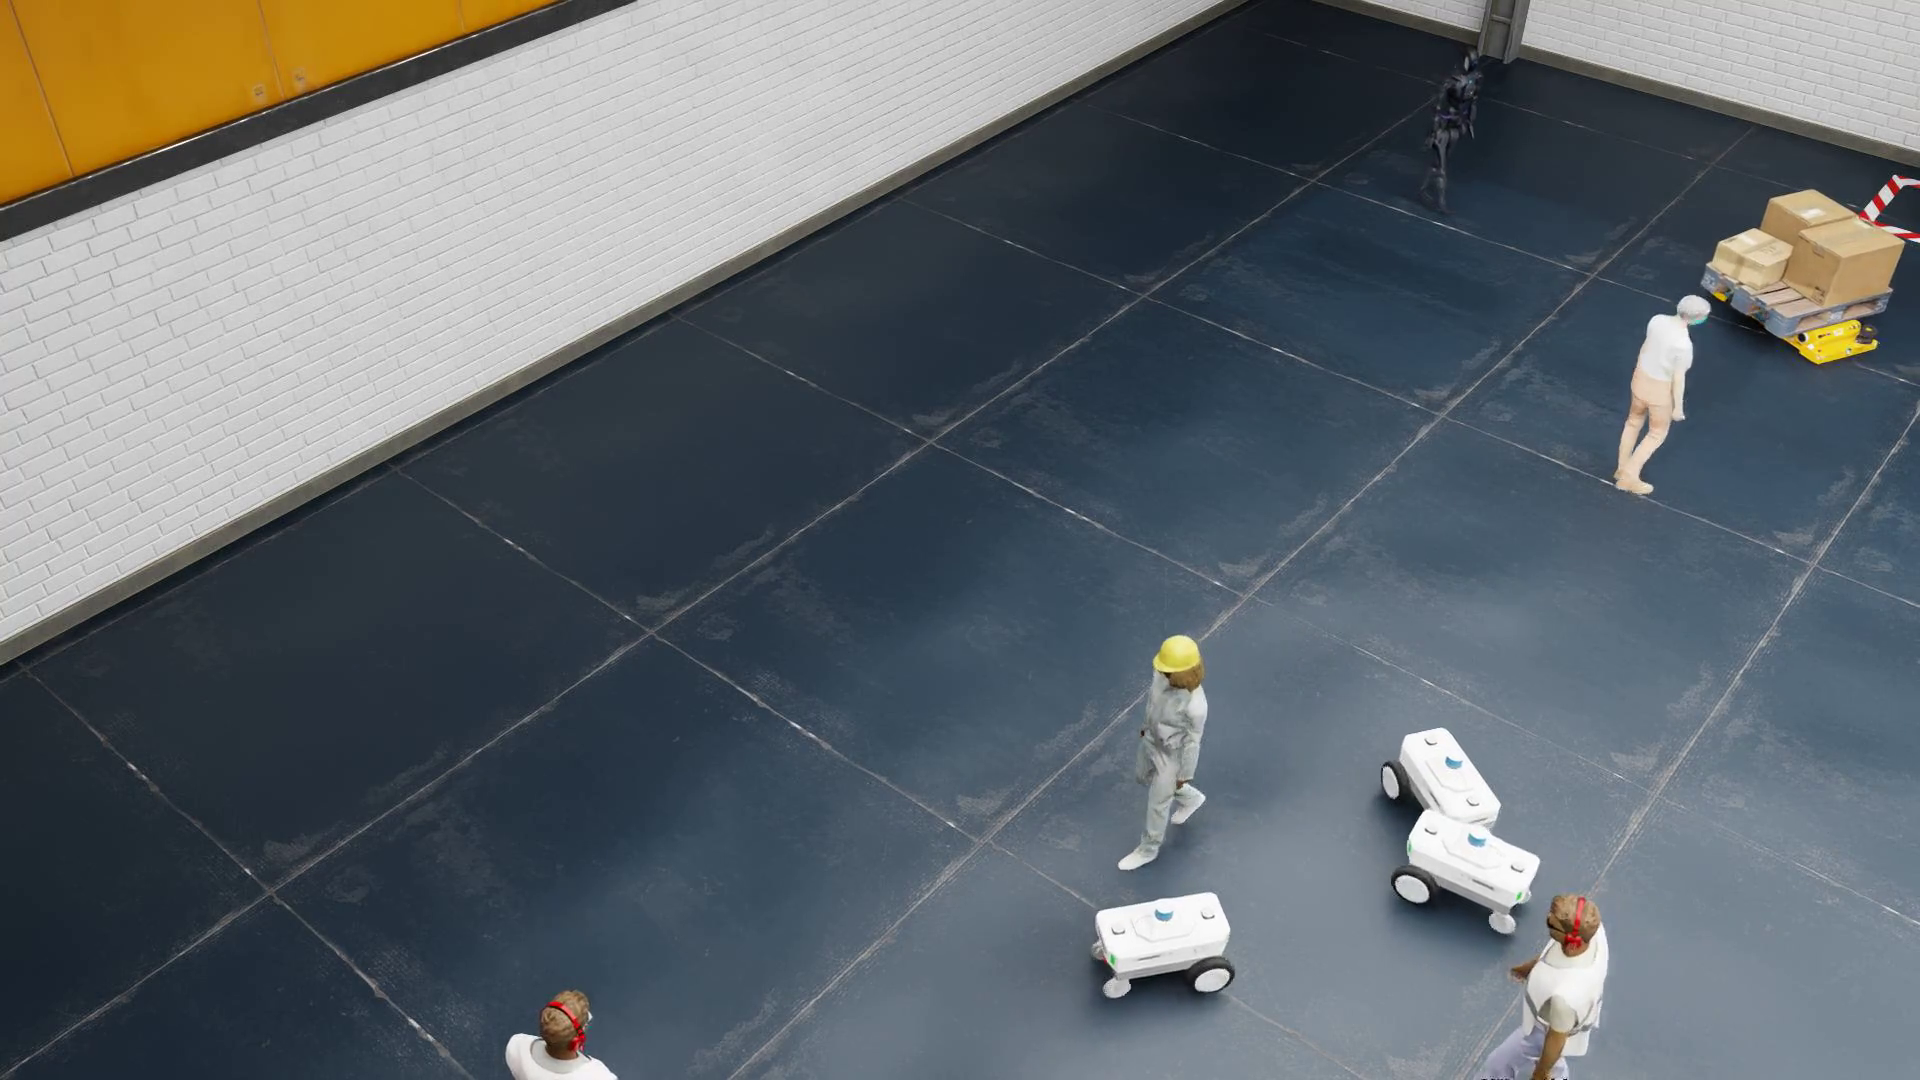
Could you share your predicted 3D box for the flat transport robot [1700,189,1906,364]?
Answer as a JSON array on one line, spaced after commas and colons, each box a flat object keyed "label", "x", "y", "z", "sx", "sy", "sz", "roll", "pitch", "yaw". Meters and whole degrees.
[{"label": "flat transport robot", "x": 7.395, "y": -2.056, "z": 14.839, "sx": 0.659, "sy": 0.231, "sz": 1.431, "roll": -14, "pitch": 41, "yaw": -17}]

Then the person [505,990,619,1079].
[{"label": "person", "x": -1.753, "y": 2.738, "z": 7.645, "sx": 0.570, "sy": 1.832, "sz": 0.395, "roll": 15, "pitch": 41, "yaw": 18}]

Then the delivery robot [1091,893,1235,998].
[{"label": "delivery robot", "x": 1.141, "y": 2.228, "z": 9.290, "sx": 0.774, "sy": 0.592, "sz": 0.499, "roll": -7, "pitch": 39, "yaw": -9}]

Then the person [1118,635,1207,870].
[{"label": "person", "x": 1.218, "y": 1.197, "z": 9.635, "sx": 0.613, "sy": 1.722, "sz": 0.501, "roll": -16, "pitch": 41, "yaw": -19}]

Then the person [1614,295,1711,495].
[{"label": "person", "x": 5.235, "y": -1.119, "z": 12.523, "sx": 0.378, "sy": 1.721, "sz": 0.530, "roll": -13, "pitch": 41, "yaw": -16}]

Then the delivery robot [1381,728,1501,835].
[{"label": "delivery robot", "x": 2.979, "y": 1.517, "z": 10.164, "sx": 0.499, "sy": 0.580, "sz": 0.756, "roll": -10, "pitch": 40, "yaw": -12}]

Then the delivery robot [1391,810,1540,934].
[{"label": "delivery robot", "x": 2.951, "y": 1.900, "z": 9.712, "sx": 0.807, "sy": 0.609, "sz": 0.499, "roll": 22, "pitch": 44, "yaw": 25}]

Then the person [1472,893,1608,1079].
[{"label": "person", "x": 2.833, "y": 2.339, "z": 8.155, "sx": 0.776, "sy": 1.806, "sz": 0.585, "roll": 22, "pitch": 44, "yaw": 25}]

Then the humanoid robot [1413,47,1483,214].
[{"label": "humanoid robot", "x": 4.787, "y": -3.984, "z": 16.131, "sx": 0.608, "sy": 1.635, "sz": 0.705, "roll": -21, "pitch": 43, "yaw": -24}]
